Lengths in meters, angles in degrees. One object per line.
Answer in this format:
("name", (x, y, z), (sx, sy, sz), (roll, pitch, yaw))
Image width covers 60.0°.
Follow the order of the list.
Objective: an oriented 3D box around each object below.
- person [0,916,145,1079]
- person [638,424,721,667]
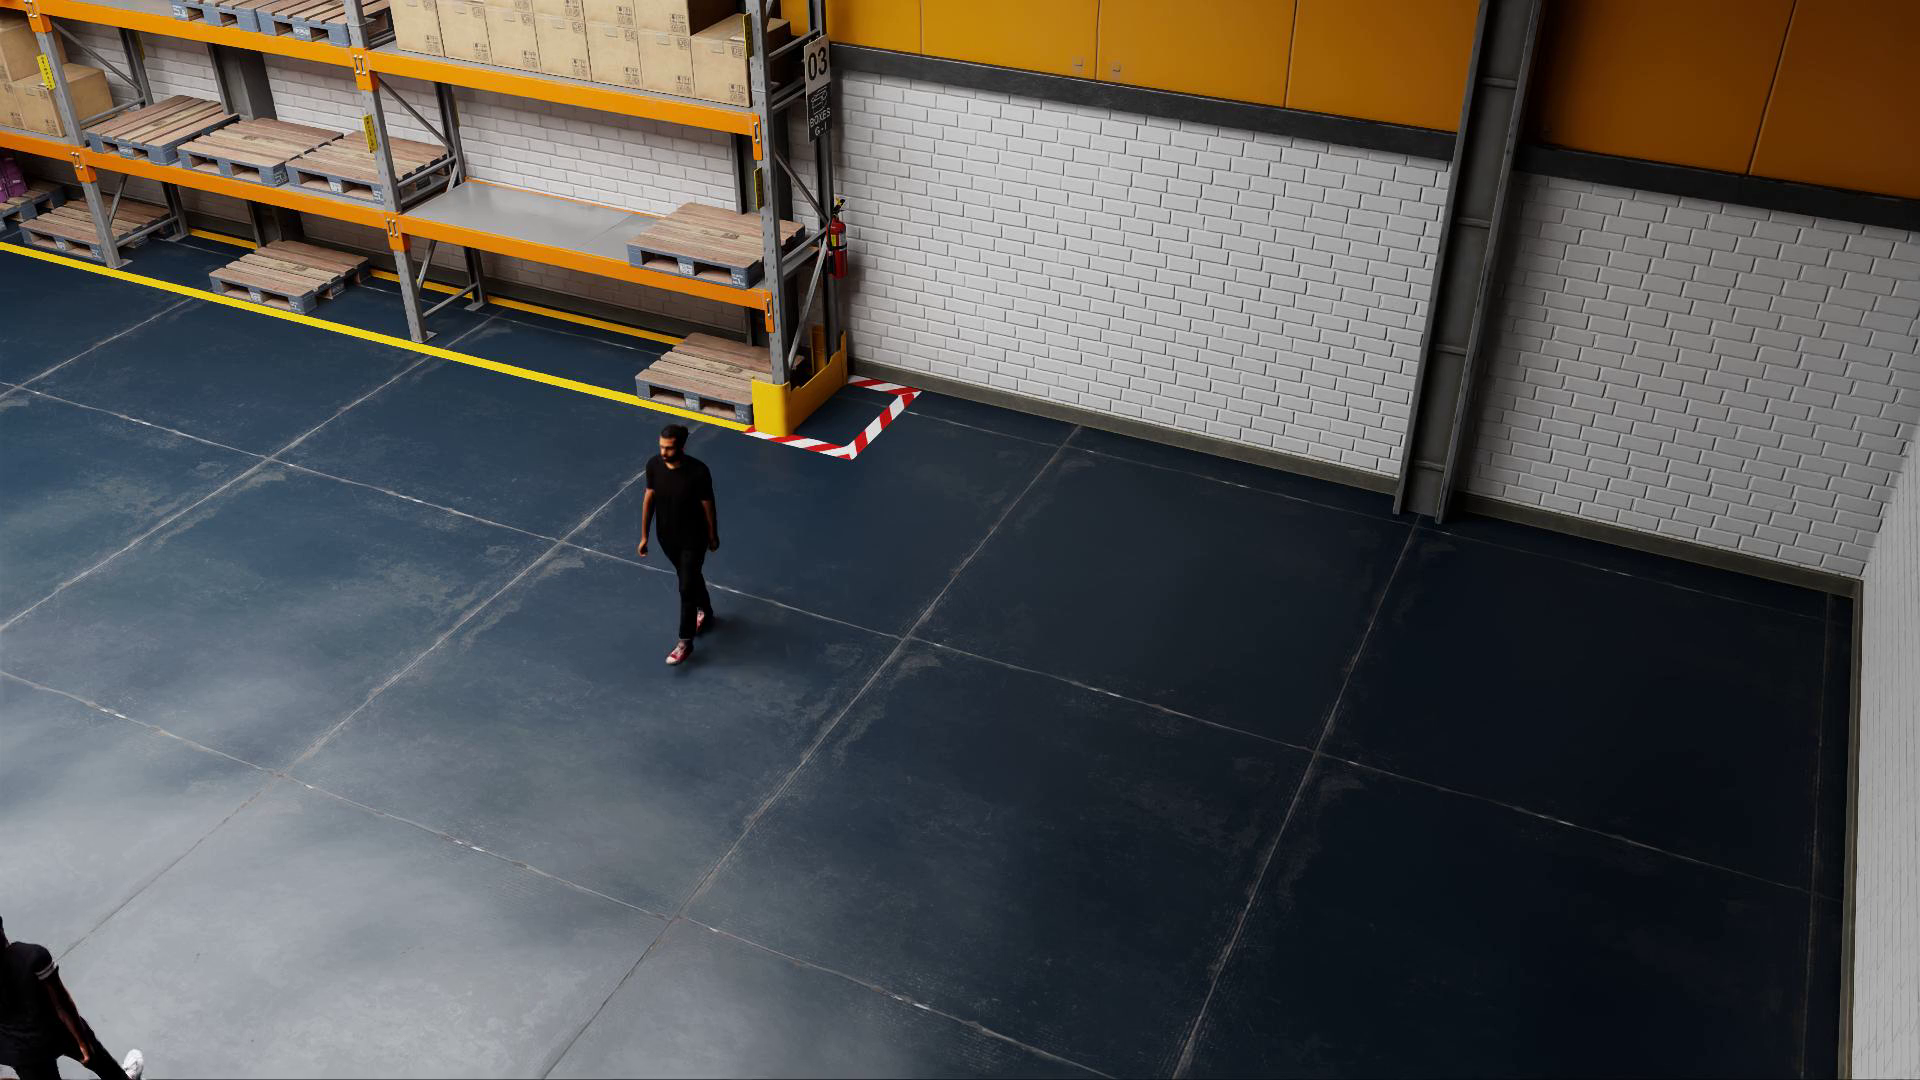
("person", (-4.354, 2.420, 7.820), (1.089, 1.709, 1.044), (-2, 34, -3))
("person", (-1.881, -0.073, 11.551), (0.874, 1.730, 0.672), (15, 36, 21))
